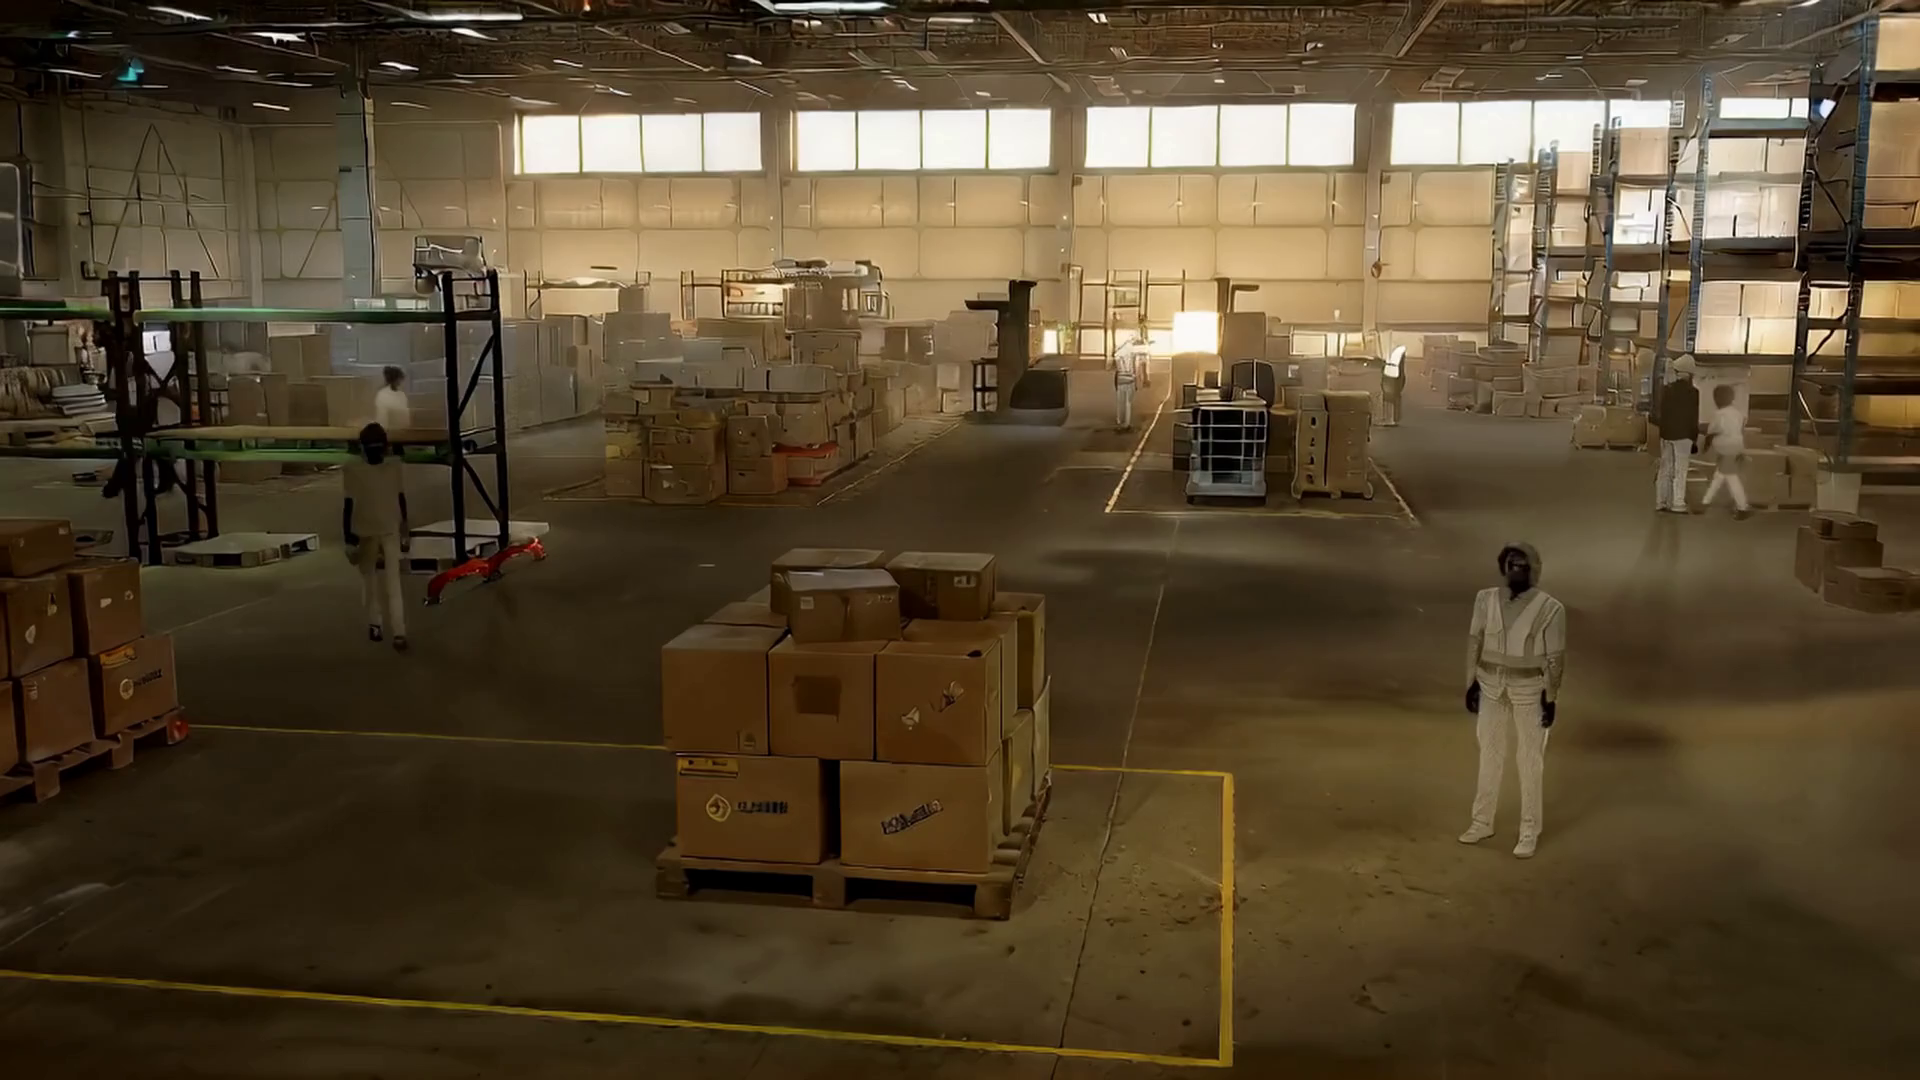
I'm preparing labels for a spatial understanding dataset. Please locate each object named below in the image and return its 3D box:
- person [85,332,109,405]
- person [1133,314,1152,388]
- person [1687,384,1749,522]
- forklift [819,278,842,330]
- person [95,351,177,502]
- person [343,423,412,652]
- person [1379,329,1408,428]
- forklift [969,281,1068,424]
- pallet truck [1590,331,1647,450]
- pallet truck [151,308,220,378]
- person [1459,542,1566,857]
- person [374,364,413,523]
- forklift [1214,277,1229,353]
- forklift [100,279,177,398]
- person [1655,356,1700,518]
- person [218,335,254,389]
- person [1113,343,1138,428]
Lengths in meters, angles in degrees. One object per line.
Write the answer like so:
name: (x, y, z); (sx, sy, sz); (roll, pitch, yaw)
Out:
person: (-18.701, -3.652, 36.077); (0.316, 1.695, 0.542); (2, 9, 14)
person: (4.741, -4.872, 42.924); (0.565, 1.912, 0.660); (-4, 10, -21)
person: (9.265, -1.064, 20.243); (0.558, 1.636, 0.880); (-7, 12, -37)
forklift: (-3.270, -5.243, 42.251); (1.873, 2.768, 1.129); (1, 9, 9)
person: (-10.834, -1.504, 21.770); (1.023, 2.000, 0.703); (1, 9, 7)
person: (-4.651, -0.025, 13.325); (0.551, 1.817, 0.997); (-5, 10, -29)
person: (8.378, -3.110, 32.089); (0.398, 1.911, 0.587); (-5, 11, -30)
forklift: (1.194, -3.753, 33.059); (1.873, 2.768, 1.129); (1, 9, 9)
pallet truck: (11.253, -2.573, 28.499); (0.823, 1.965, 1.885); (5, 10, 27)
pallet truck: (-21.869, -5.598, 47.154); (0.823, 1.965, 1.885); (4, 10, 26)
person: (2.888, 0.815, 8.689); (0.514, 1.645, 0.309); (8, 12, 41)
person: (-6.770, -1.149, 19.982); (0.499, 1.915, 0.624); (0, 9, -2)
forklift: (7.628, -6.239, 48.394); (1.873, 2.768, 1.129); (1, 9, 9)
forklift: (-19.606, -4.720, 39.027); (1.873, 2.768, 1.129); (1, 9, 9)
person: (8.861, -1.271, 20.474); (0.396, 1.992, 0.623); (-3, 10, -19)
person: (-12.541, -2.605, 28.949); (0.643, 1.916, 0.603); (1, 9, 4)
person: (3.198, -2.988, 32.157); (0.523, 1.638, 0.311); (-3, 10, -15)
